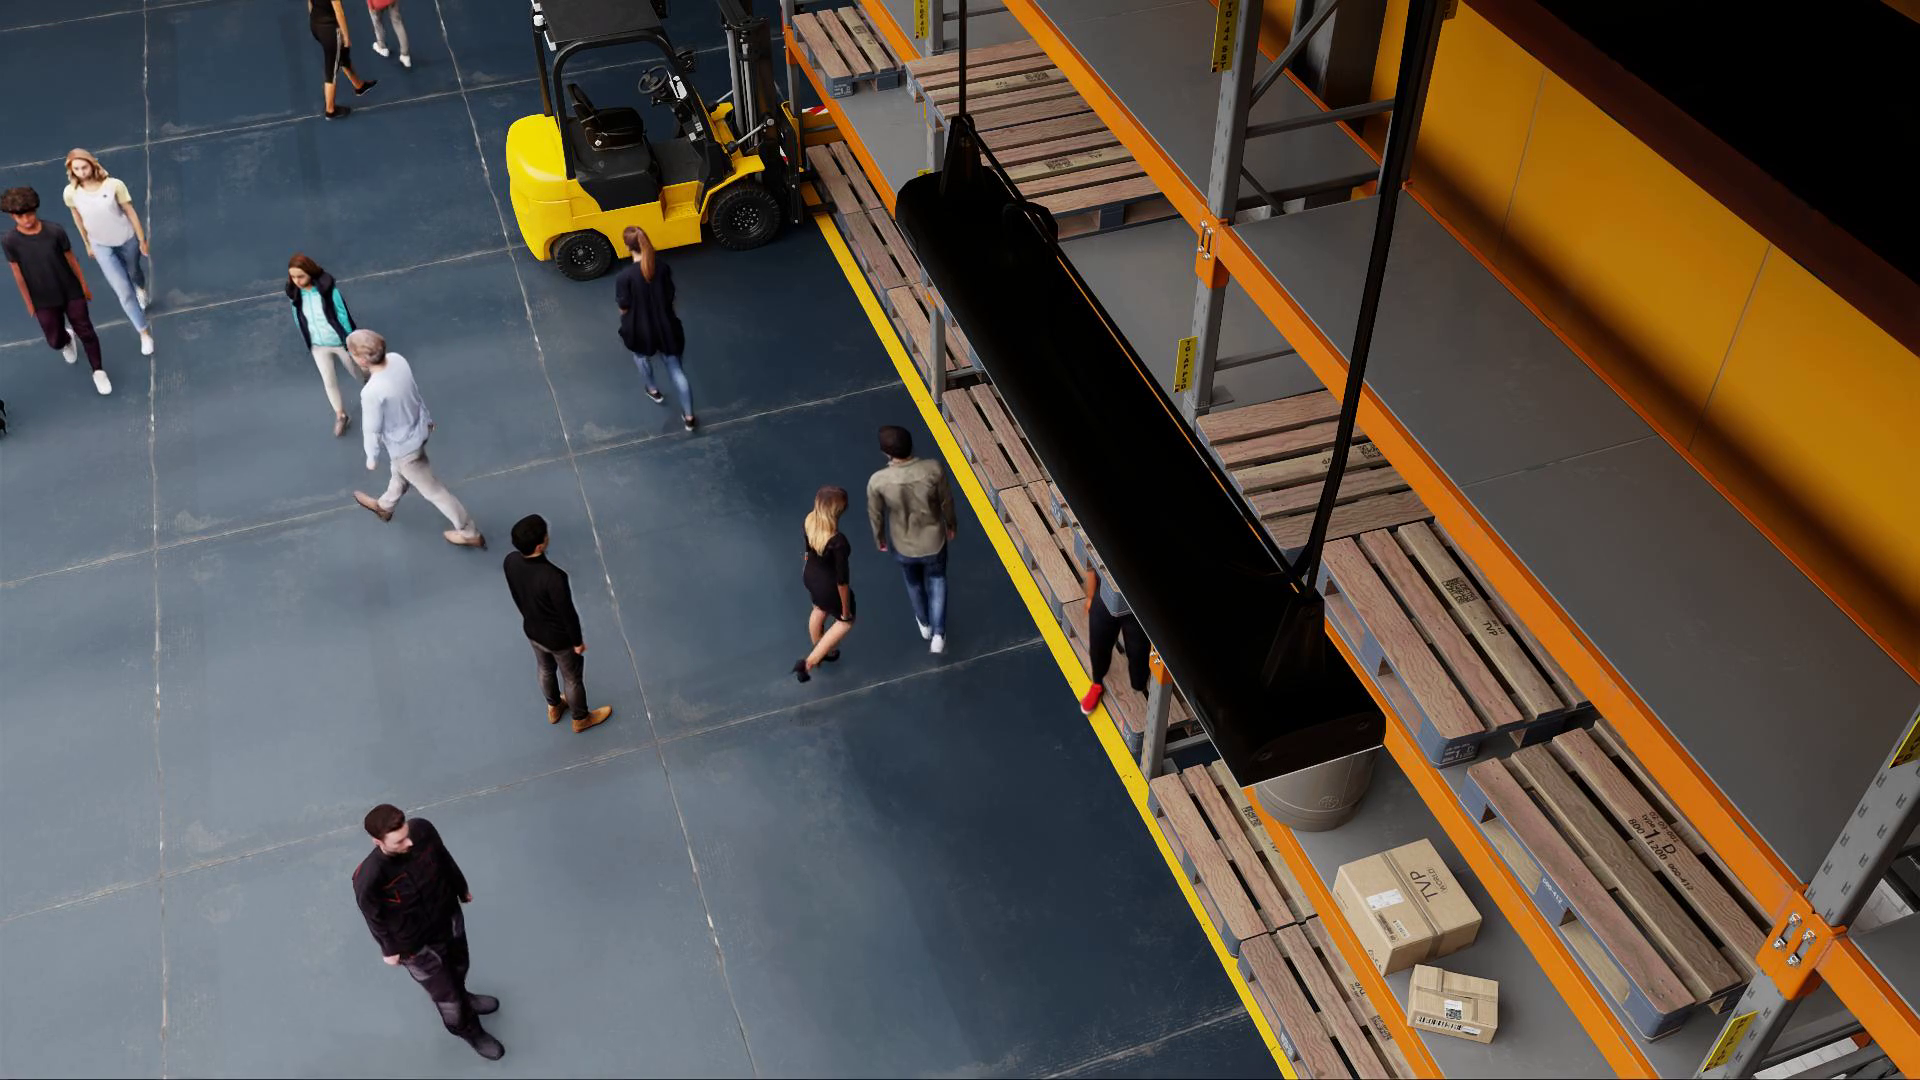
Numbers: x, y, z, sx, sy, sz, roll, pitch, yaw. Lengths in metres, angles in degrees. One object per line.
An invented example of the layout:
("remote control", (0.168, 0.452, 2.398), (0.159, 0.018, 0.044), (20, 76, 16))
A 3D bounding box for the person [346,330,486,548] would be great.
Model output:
("person", (-3.684, -0.635, 11.355), (1.148, 1.833, 1.273), (7, 44, 8))

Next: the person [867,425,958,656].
("person", (-0.265, 0.064, 10.616), (0.844, 1.841, 0.961), (-2, 44, -2))

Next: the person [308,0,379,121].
("person", (-6.100, -4.842, 15.916), (0.977, 1.632, 0.939), (30, 51, 27))

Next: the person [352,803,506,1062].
("person", (-2.802, 1.979, 8.567), (0.955, 1.894, 0.895), (15, 46, 16))

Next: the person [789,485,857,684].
("person", (-0.880, 0.338, 10.456), (0.789, 1.665, 0.857), (33, 53, 30))

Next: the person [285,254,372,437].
("person", (-4.730, -1.544, 12.563), (0.734, 1.483, 0.941), (-1, 44, -1))

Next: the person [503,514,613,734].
("person", (-2.517, 0.522, 10.221), (0.687, 1.722, 0.783), (24, 49, 23))

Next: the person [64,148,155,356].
("person", (-6.763, -2.419, 13.341), (0.674, 1.676, 1.190), (-16, 46, -16))

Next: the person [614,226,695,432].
("person", (-2.284, -1.522, 12.425), (0.737, 1.642, 0.930), (-18, 47, -18))

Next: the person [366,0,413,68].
("person", (-5.759, -5.407, 16.681), (0.705, 1.396, 0.883), (-28, 50, -26))

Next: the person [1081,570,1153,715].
("person", (1.021, 0.410, 10.272), (0.768, 1.815, 0.822), (16, 46, 16))

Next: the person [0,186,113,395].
("person", (-6.974, -1.956, 12.791), (0.703, 1.765, 0.907), (-21, 48, -21))
